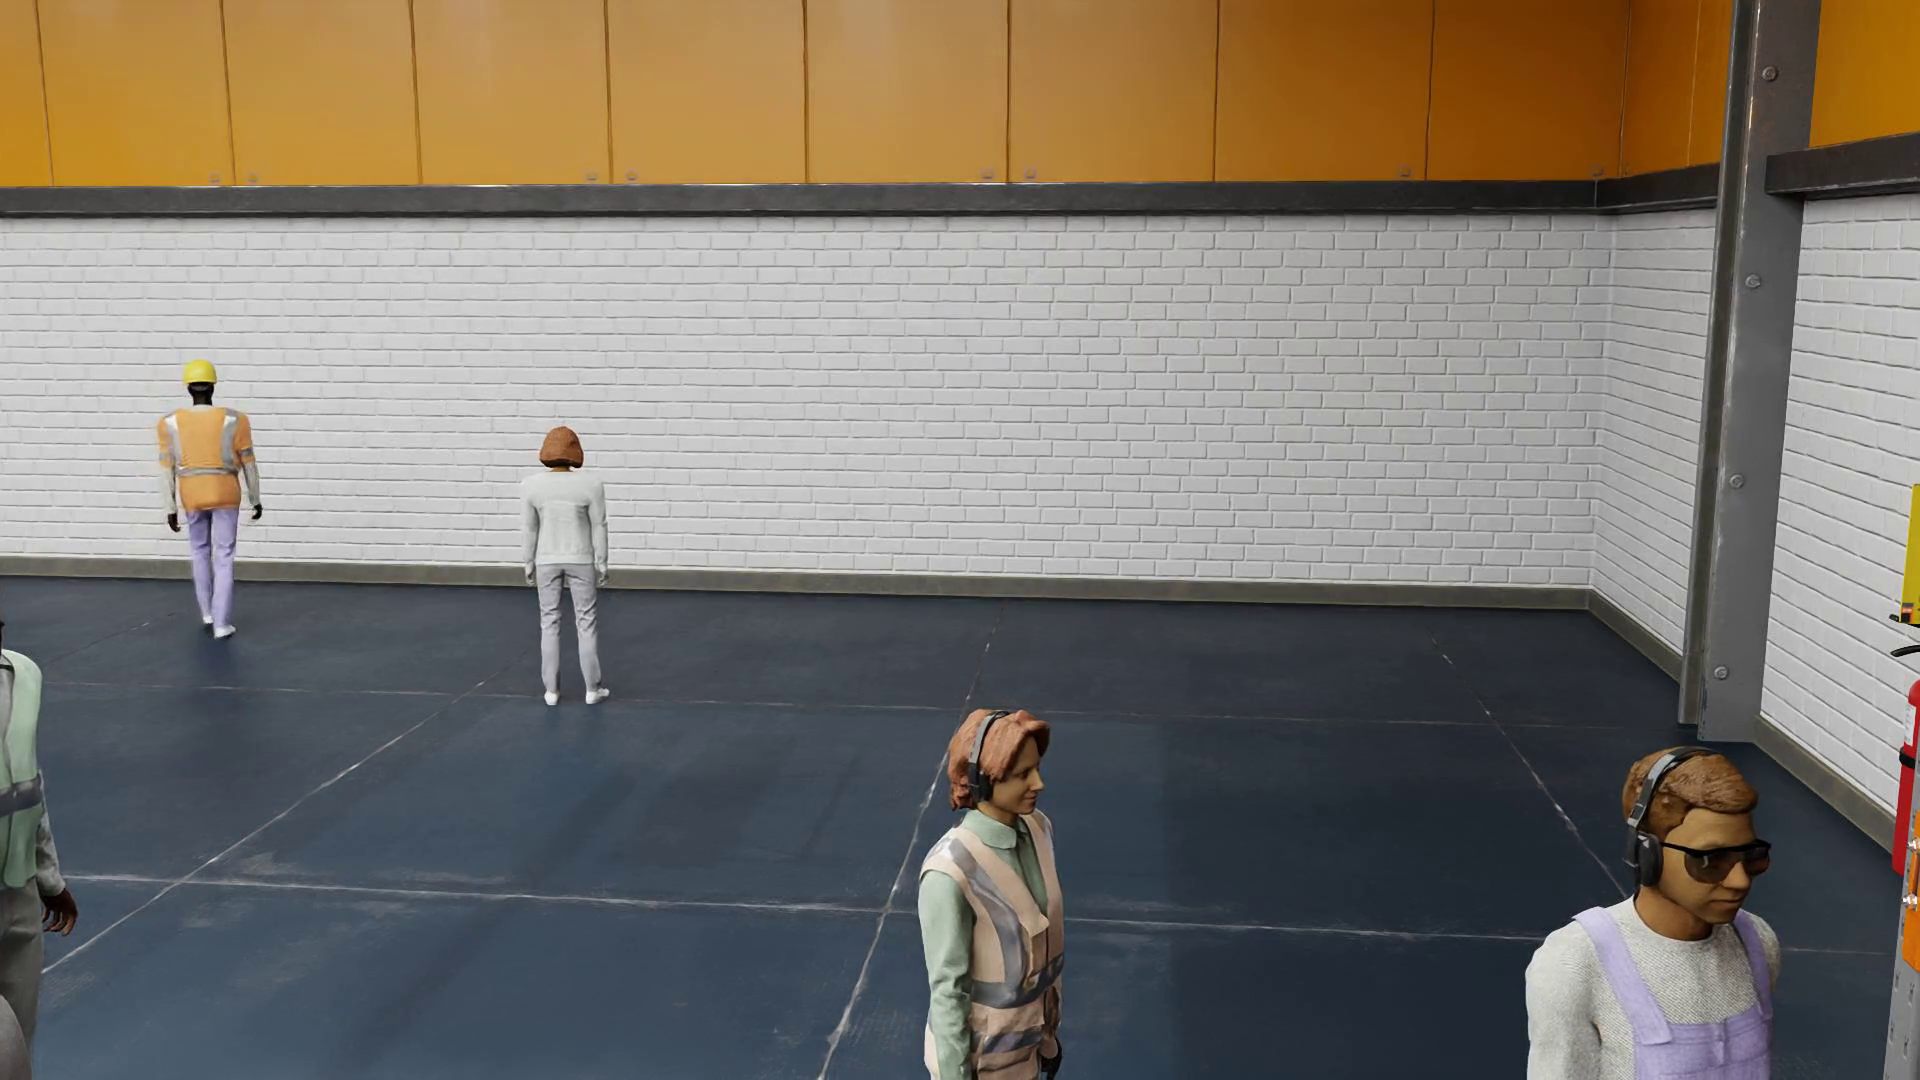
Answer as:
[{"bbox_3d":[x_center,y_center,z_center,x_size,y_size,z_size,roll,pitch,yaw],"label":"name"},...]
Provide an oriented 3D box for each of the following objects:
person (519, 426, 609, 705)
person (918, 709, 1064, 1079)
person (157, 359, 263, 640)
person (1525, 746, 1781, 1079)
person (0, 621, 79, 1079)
[{"bbox_3d":[-2.299,0.153,9.702,0.502,1.631,0.286,0,10,-2],"label":"person"},{"bbox_3d":[0.075,1.182,3.793,0.307,1.641,0.513,5,11,26],"label":"person"},{"bbox_3d":[-5.153,-0.296,11.510,0.599,1.902,0.810,-2,10,-11],"label":"person"},{"bbox_3d":[1.182,1.244,2.848,0.507,1.846,0.346,-4,11,-24],"label":"person"},{"bbox_3d":[-2.576,0.947,4.342,0.392,1.920,0.588,1,10,8],"label":"person"}]
